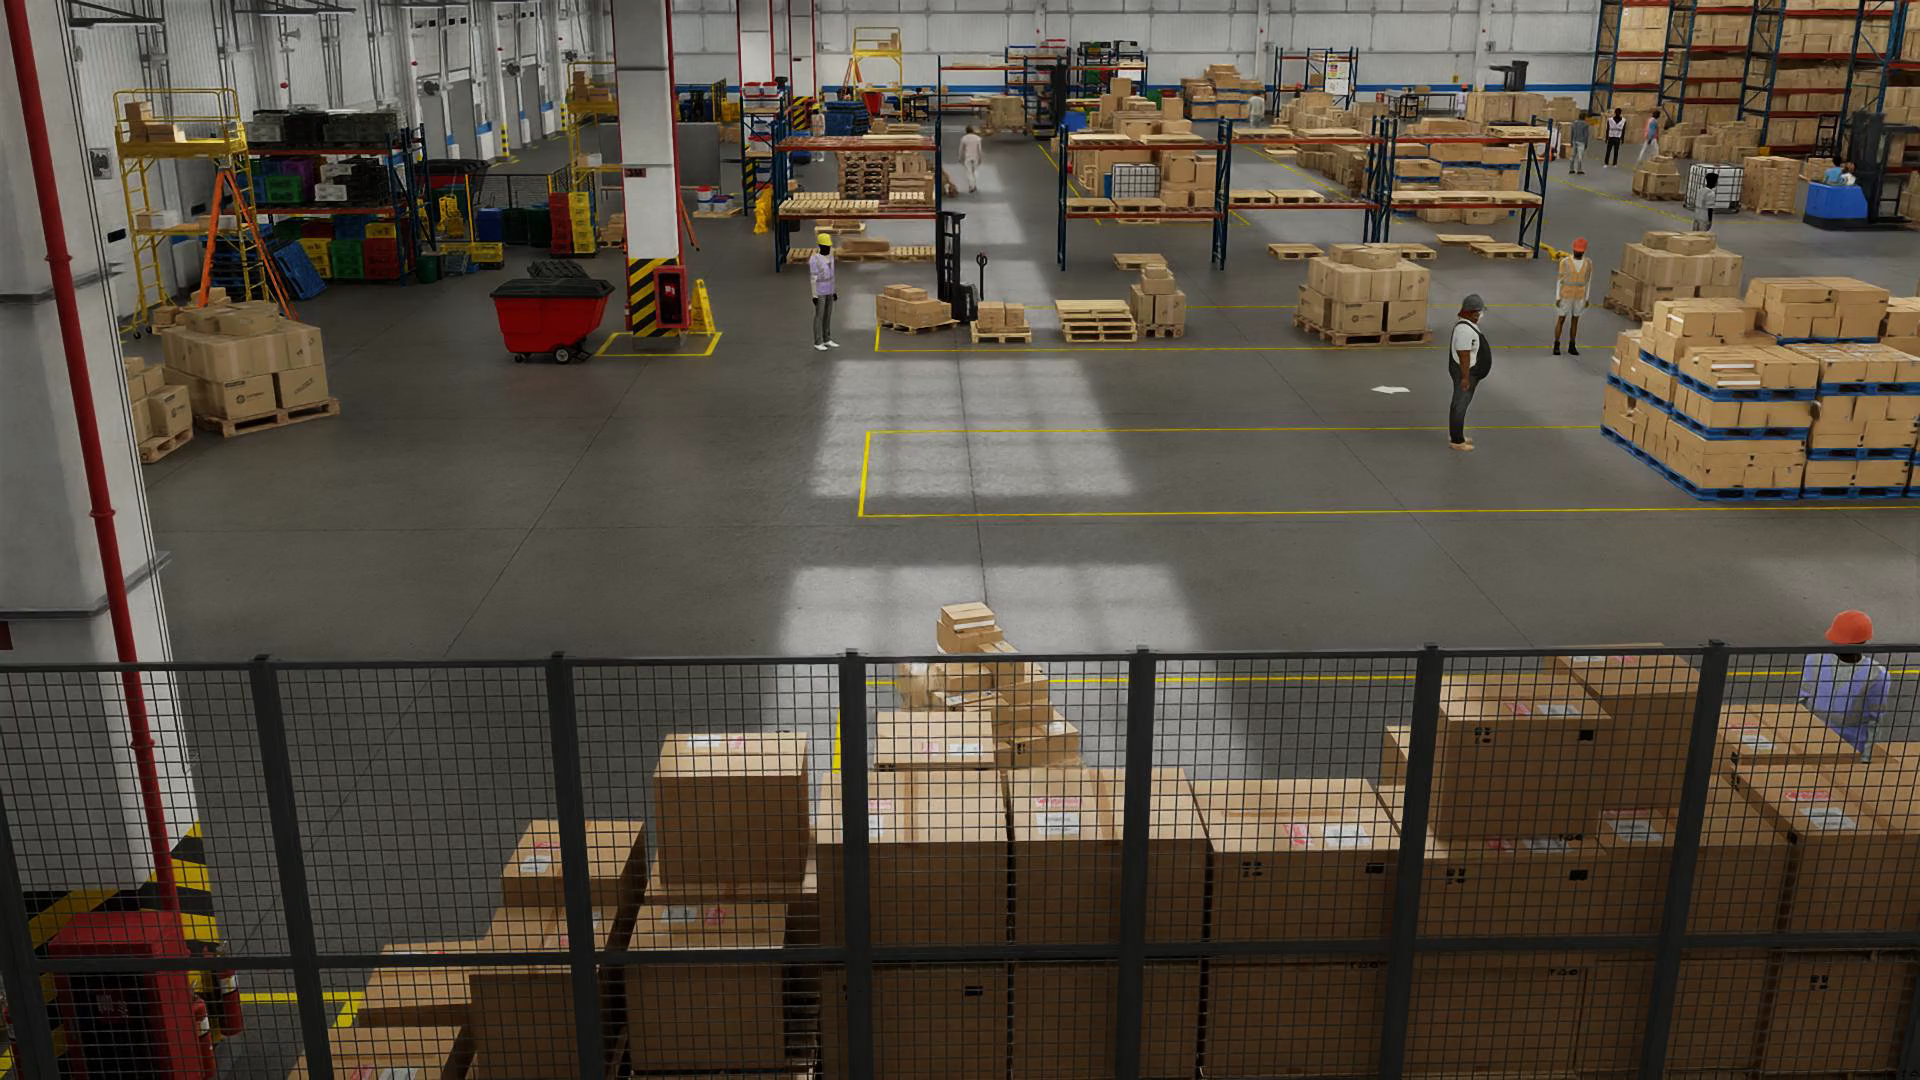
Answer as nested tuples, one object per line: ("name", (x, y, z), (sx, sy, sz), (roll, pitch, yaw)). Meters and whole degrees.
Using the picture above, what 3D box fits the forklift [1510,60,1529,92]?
("forklift", (22.131, -17.597, 66.073), (1.873, 2.768, 1.129), (-1, 19, -2))

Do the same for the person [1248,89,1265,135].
("person", (11.322, -16.275, 63.637), (0.639, 1.922, 0.764), (6, 19, 16))

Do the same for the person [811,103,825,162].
("person", (-4.805, -13.764, 56.178), (0.589, 1.924, 0.384), (15, 24, 38))

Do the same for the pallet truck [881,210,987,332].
("pallet truck", (-0.493, -4.759, 29.349), (1.885, 1.965, 0.823), (-13, 23, -34))

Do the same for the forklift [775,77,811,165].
("forklift", (-5.920, -13.893, 55.085), (1.873, 2.768, 1.129), (-1, 19, -1))

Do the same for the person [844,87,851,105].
("person", (-4.612, -17.685, 68.160), (0.318, 1.697, 0.535), (-6, 20, -18))

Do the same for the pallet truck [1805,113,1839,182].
("pallet truck", (26.403, -11.957, 50.702), (0.823, 1.965, 1.885), (6, 19, 16))

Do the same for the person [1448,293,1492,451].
("person", (6.639, -2.195, 21.676), (0.538, 2.000, 0.687), (5, 19, 14))

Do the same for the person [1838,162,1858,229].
("person", (21.795, -8.481, 40.957), (0.530, 1.625, 0.370), (-5, 19, -14))

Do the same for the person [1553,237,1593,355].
("person", (9.993, -3.967, 27.105), (0.542, 1.929, 0.374), (1, 19, 3))

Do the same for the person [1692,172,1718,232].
("person", (16.057, -6.945, 35.905), (0.377, 1.958, 0.606), (-1, 19, -4))

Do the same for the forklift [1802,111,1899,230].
("forklift", (22.028, -9.075, 40.792), (1.873, 2.768, 1.129), (-1, 19, -2))

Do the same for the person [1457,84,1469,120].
("person", (20.048, -17.200, 66.351), (0.358, 1.938, 0.542), (-10, 21, -28))

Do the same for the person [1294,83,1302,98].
("person", (13.431, -17.198, 66.254), (0.386, 1.993, 0.623), (-6, 20, -18))

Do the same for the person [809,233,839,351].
("person", (-2.235, -4.120, 27.561), (0.375, 1.925, 0.595), (12, 22, 31))

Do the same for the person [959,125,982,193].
("person", (0.259, -11.026, 48.094), (0.633, 1.895, 0.916), (-7, 20, -19))

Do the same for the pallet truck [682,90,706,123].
("pallet truck", (-9.671, -15.907, 62.421), (0.823, 1.965, 1.885), (5, 19, 15))

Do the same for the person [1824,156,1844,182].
("person", (21.981, -8.803, 41.844), (0.403, 1.662, 0.575), (-16, 24, -39))

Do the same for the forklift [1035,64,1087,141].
("forklift", (3.847, -16.578, 63.051), (1.873, 2.768, 1.129), (-1, 19, -2))

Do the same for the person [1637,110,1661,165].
("person", (22.926, -13.268, 54.900), (0.965, 1.793, 0.643), (3, 19, 10))

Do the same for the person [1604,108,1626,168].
("person", (21.370, -13.122, 54.280), (0.587, 1.920, 0.391), (5, 19, 15))

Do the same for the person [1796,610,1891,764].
("person", (5.903, 1.372, 11.262), (0.376, 1.932, 0.543), (-18, 25, -42))

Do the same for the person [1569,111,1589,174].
("person", (19.535, -12.528, 52.488), (0.370, 1.941, 0.627), (-13, 23, -34))
